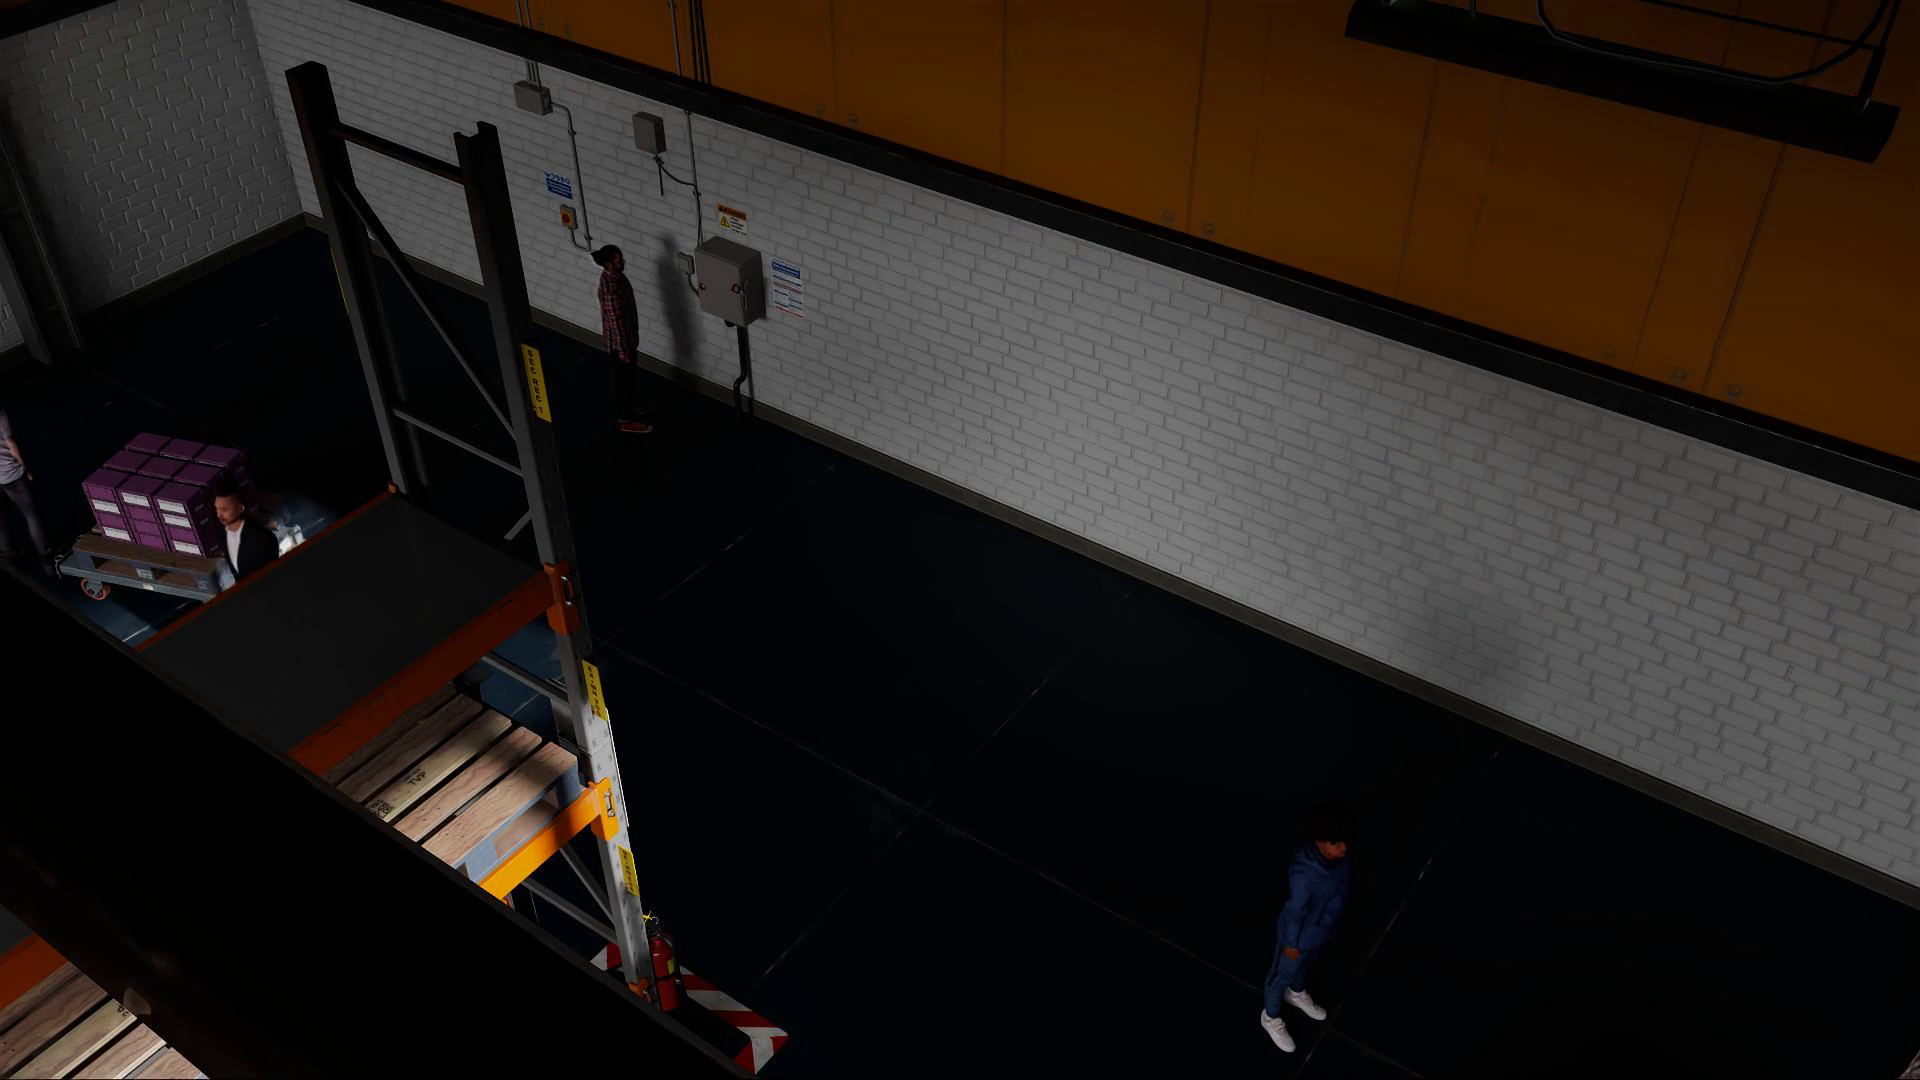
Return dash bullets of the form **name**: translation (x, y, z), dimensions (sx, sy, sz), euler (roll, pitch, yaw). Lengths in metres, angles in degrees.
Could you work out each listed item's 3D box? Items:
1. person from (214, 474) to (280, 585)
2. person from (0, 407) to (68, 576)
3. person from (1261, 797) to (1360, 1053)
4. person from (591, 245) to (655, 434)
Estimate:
- **person**: translation (-4.760, 0.337, 11.585), dimensions (0.775, 1.928, 1.080), euler (20, 43, 23)
- **person**: translation (-7.356, -0.506, 12.719), dimensions (0.747, 1.832, 0.766), euler (2, 39, 2)
- **person**: translation (1.978, 2.142, 9.420), dimensions (0.578, 1.811, 0.777), euler (-30, 48, -32)
- **person**: translation (-2.916, -1.759, 14.344), dimensions (0.826, 1.761, 0.770), euler (-7, 39, -9)
